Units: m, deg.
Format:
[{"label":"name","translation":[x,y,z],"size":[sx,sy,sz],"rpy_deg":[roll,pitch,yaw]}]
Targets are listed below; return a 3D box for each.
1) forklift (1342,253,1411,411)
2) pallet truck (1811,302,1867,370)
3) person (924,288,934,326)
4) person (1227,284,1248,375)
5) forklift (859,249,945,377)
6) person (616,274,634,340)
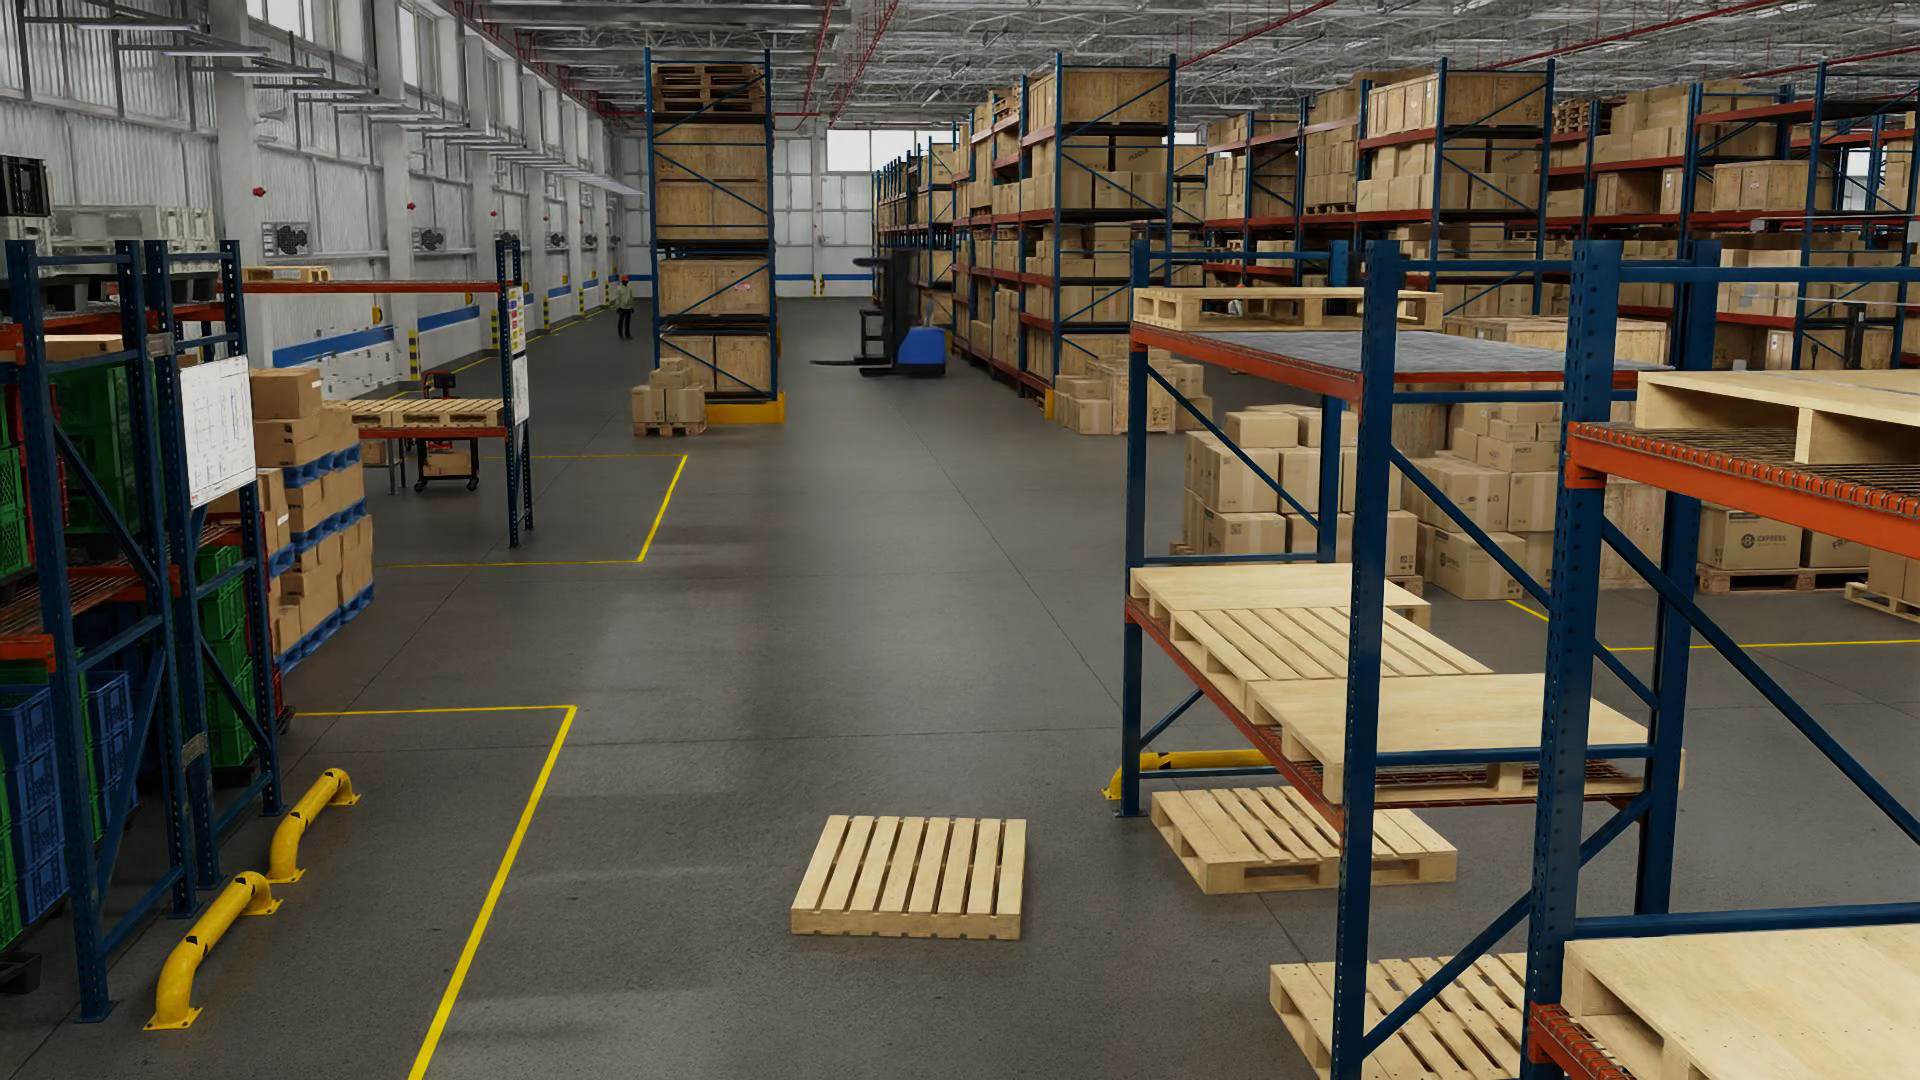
[{"label":"forklift","translation":[6.598,-3.151,26.395],"size":[1.129,2.768,1.873],"rpy_deg":[-1,10,-6]},{"label":"pallet truck","translation":[15.846,-3.142,28.793],"size":[1.885,1.965,0.823],"rpy_deg":[2,10,12]},{"label":"person","translation":[-0.858,-6.623,49.138],"size":[0.590,1.610,0.505],"rpy_deg":[5,11,25]},{"label":"person","translation":[6.317,-4.749,37.569],"size":[0.604,2.044,0.375],"rpy_deg":[-6,12,-32]},{"label":"forklift","translation":[-1.299,-5.046,36.894],"size":[1.873,2.768,1.129],"rpy_deg":[-1,10,-6]},{"label":"person","translation":[-10.222,-7.108,50.772],"size":[0.397,1.992,0.621],"rpy_deg":[8,13,39]}]
